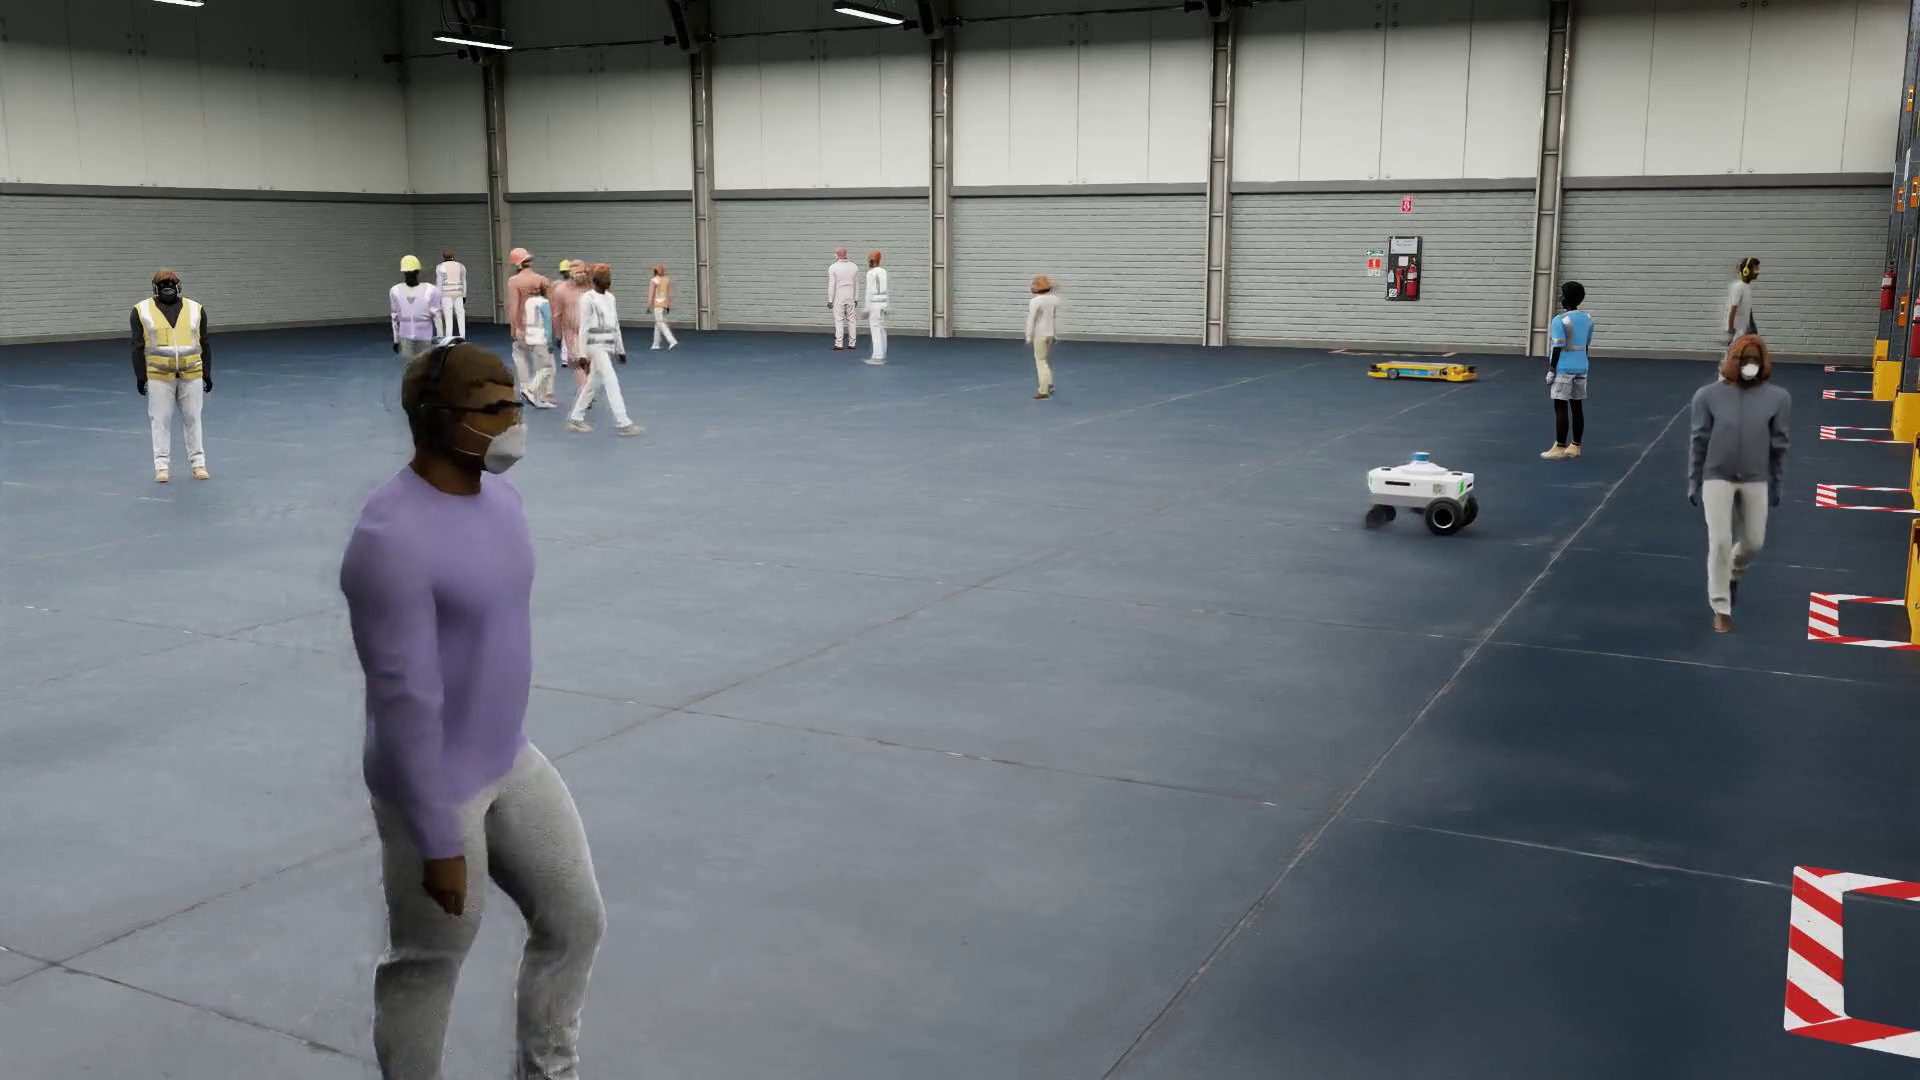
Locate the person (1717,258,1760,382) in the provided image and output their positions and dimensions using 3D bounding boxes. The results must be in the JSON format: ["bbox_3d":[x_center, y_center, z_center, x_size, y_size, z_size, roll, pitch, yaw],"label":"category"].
[{"bbox_3d":[9.981,-2.639,21.084,0.760,1.842,0.542,6,12,32],"label":"person"}]

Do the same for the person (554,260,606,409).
[{"bbox_3d":[-4.728,-2.583,20.811,0.669,1.840,1.068,-6,12,-28],"label":"person"}]

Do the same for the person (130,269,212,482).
[{"bbox_3d":[-6.830,-1.427,14.454,0.633,1.842,0.429,-7,12,-33],"label":"person"}]

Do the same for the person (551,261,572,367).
[{"bbox_3d":[-6.379,-3.690,27.123,0.540,1.714,0.904,-2,11,-9],"label":"person"}]

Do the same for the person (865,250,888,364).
[{"bbox_3d":[-1.389,-3.856,27.586,0.340,1.883,0.583,5,11,24],"label":"person"}]

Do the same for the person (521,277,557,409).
[{"bbox_3d":[-5.180,-2.398,20.340,0.423,1.619,0.539,-9,14,-41],"label":"person"}]

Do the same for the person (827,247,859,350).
[{"bbox_3d":[-2.192,-4.492,31.014,0.639,1.901,0.406,-7,12,-33],"label":"person"}]

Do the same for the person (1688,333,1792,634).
[{"bbox_3d":[4.220,-0.323,9.073,0.497,1.619,0.548,3,11,15],"label":"person"}]

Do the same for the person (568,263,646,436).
[{"bbox_3d":[-3.857,-2.042,17.844,0.976,1.838,0.593,3,11,17],"label":"person"}]

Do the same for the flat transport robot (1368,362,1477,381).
[{"bbox_3d":[6.852,-2.513,24.668,1.431,0.197,0.652,7,13,34],"label":"flat transport robot"}]

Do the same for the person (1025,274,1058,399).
[{"bbox_3d":[1.048,-2.636,21.633,0.352,1.617,0.530,9,14,41],"label":"person"}]

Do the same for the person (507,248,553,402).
[{"bbox_3d":[-5.535,-2.755,21.361,0.760,1.953,0.760,8,13,38],"label":"person"}]

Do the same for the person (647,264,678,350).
[{"bbox_3d":[-5.554,-4.338,31.016,0.759,1.623,0.519,5,11,25],"label":"person"}]

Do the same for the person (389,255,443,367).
[{"bbox_3d":[-6.528,-2.483,20.077,0.599,1.903,0.774,-1,10,-4],"label":"person"}]

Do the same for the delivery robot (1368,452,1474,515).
[{"bbox_3d":[3.342,-0.393,12.074,0.707,0.478,0.477,6,12,29],"label":"delivery robot"}]

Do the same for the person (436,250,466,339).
[{"bbox_3d":[-10.199,-4.886,33.333,0.624,1.841,0.430,-8,13,-37],"label":"person"}]

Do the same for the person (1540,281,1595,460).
[{"bbox_3d":[5.787,-1.607,15.835,0.535,1.697,0.318,-7,12,-33],"label":"person"}]

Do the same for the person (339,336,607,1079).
[{"bbox_3d":[-0.968,0.534,3.544,0.702,1.917,0.661,2,11,10],"label":"person"}]
